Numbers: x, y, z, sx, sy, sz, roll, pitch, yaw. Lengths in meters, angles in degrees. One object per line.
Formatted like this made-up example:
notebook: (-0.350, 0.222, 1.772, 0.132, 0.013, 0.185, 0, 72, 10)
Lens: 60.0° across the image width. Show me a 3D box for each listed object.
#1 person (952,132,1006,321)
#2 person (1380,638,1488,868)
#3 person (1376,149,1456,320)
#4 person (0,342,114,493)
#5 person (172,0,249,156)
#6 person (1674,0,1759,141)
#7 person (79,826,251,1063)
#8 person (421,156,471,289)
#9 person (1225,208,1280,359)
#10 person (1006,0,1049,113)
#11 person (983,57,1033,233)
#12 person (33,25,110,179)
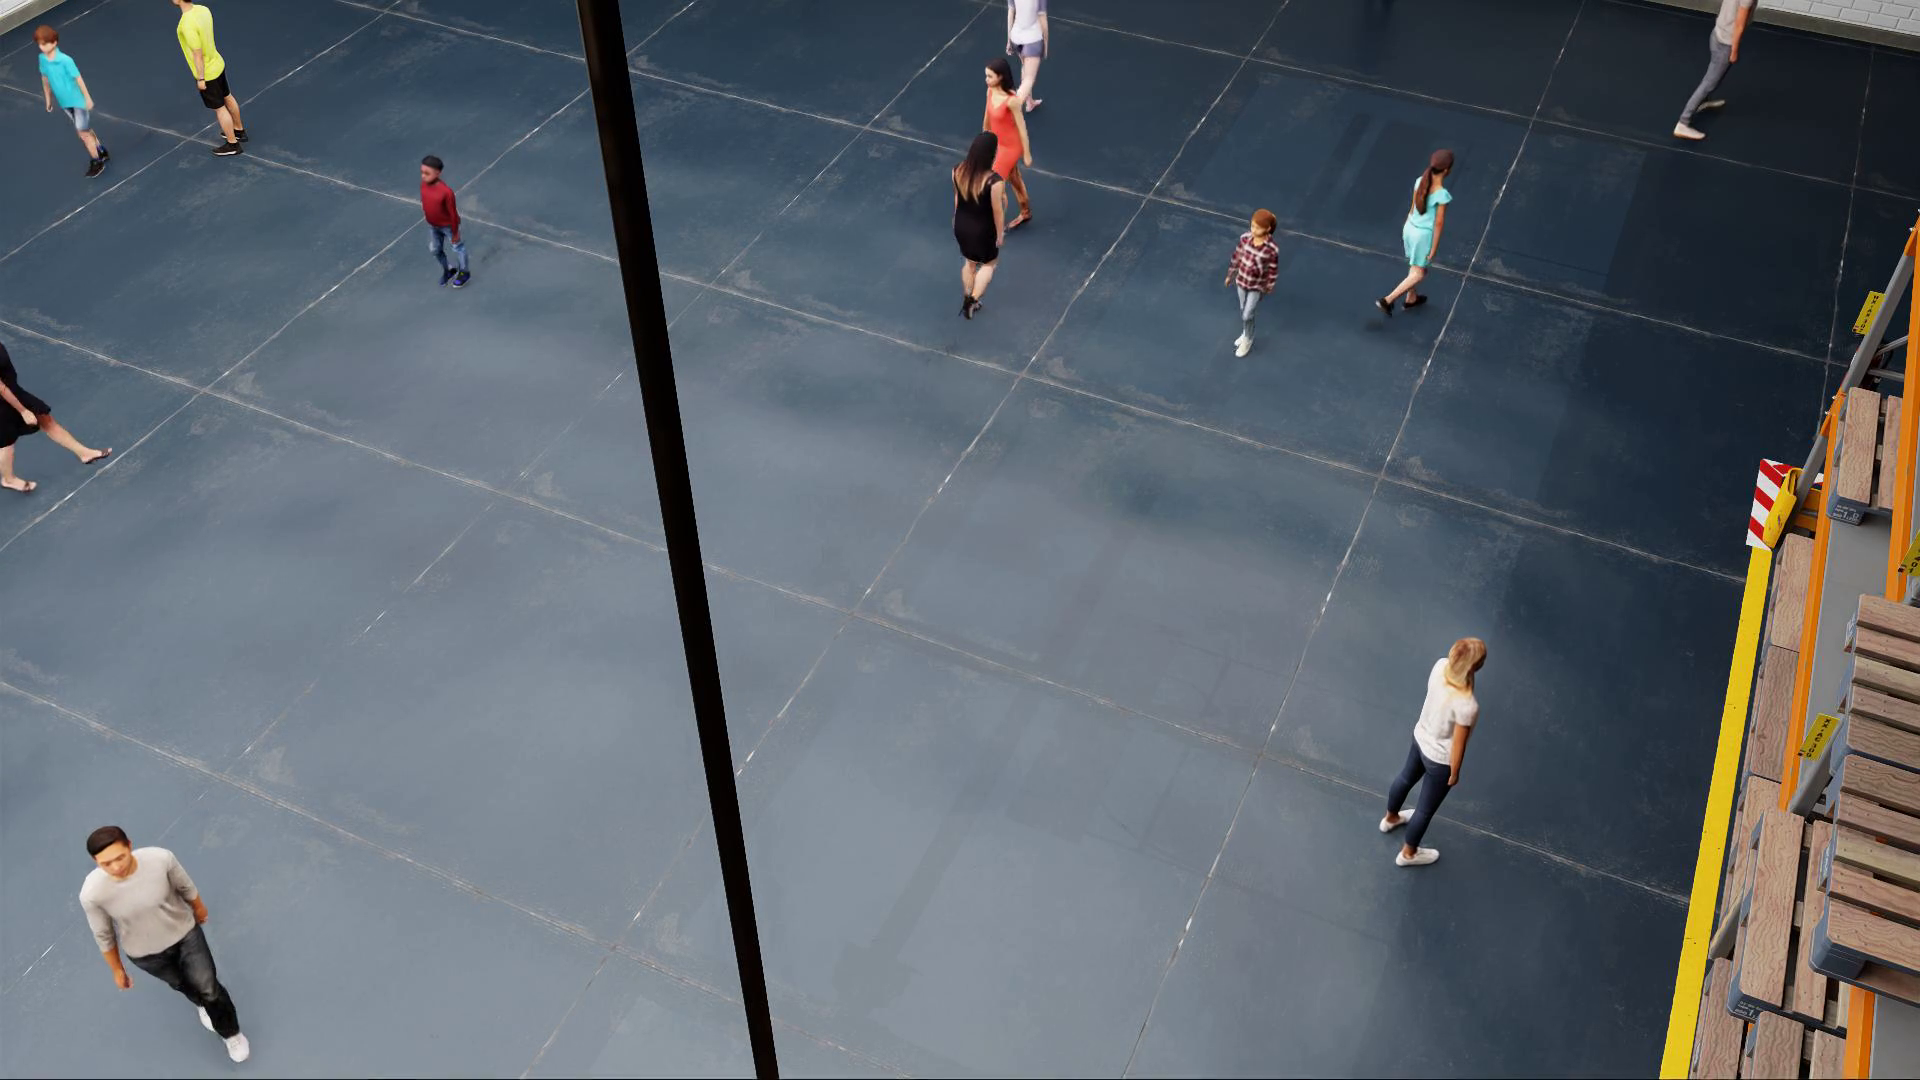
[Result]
person: (0.094, -2.505, 13.655, 0.758, 1.695, 0.817, 24, 49, 23)
person: (2.753, 1.217, 9.666, 0.709, 1.807, 0.623, -9, 44, -9)
person: (3.763, -2.503, 13.764, 0.959, 1.541, 0.854, -20, 47, -20)
person: (-7.014, -0.991, 12.062, 1.120, 1.700, 1.055, -15, 46, -15)
person: (-7.115, -4.489, 15.727, 0.761, 1.708, 0.620, -1, 44, -1)
person: (7.341, -4.795, 15.947, 1.046, 1.848, 0.835, 9, 44, 9)
person: (-4.256, 2.036, 8.816, 0.906, 1.794, 0.950, -22, 48, -22)
person: (-4.378, -2.756, 14.241, 0.517, 1.248, 0.489, 20, 47, 20)
person: (2.421, -2.147, 13.568, 0.621, 1.295, 0.678, 34, 53, 31)
person: (0.596, -4.754, 15.988, 0.643, 1.732, 1.123, 24, 49, 23)
person: (0.479, -3.466, 14.669, 0.923, 1.688, 0.834, -24, 49, -23)
person: (-8.291, -4.182, 15.603, 0.551, 1.435, 0.685, 15, 46, 15)
